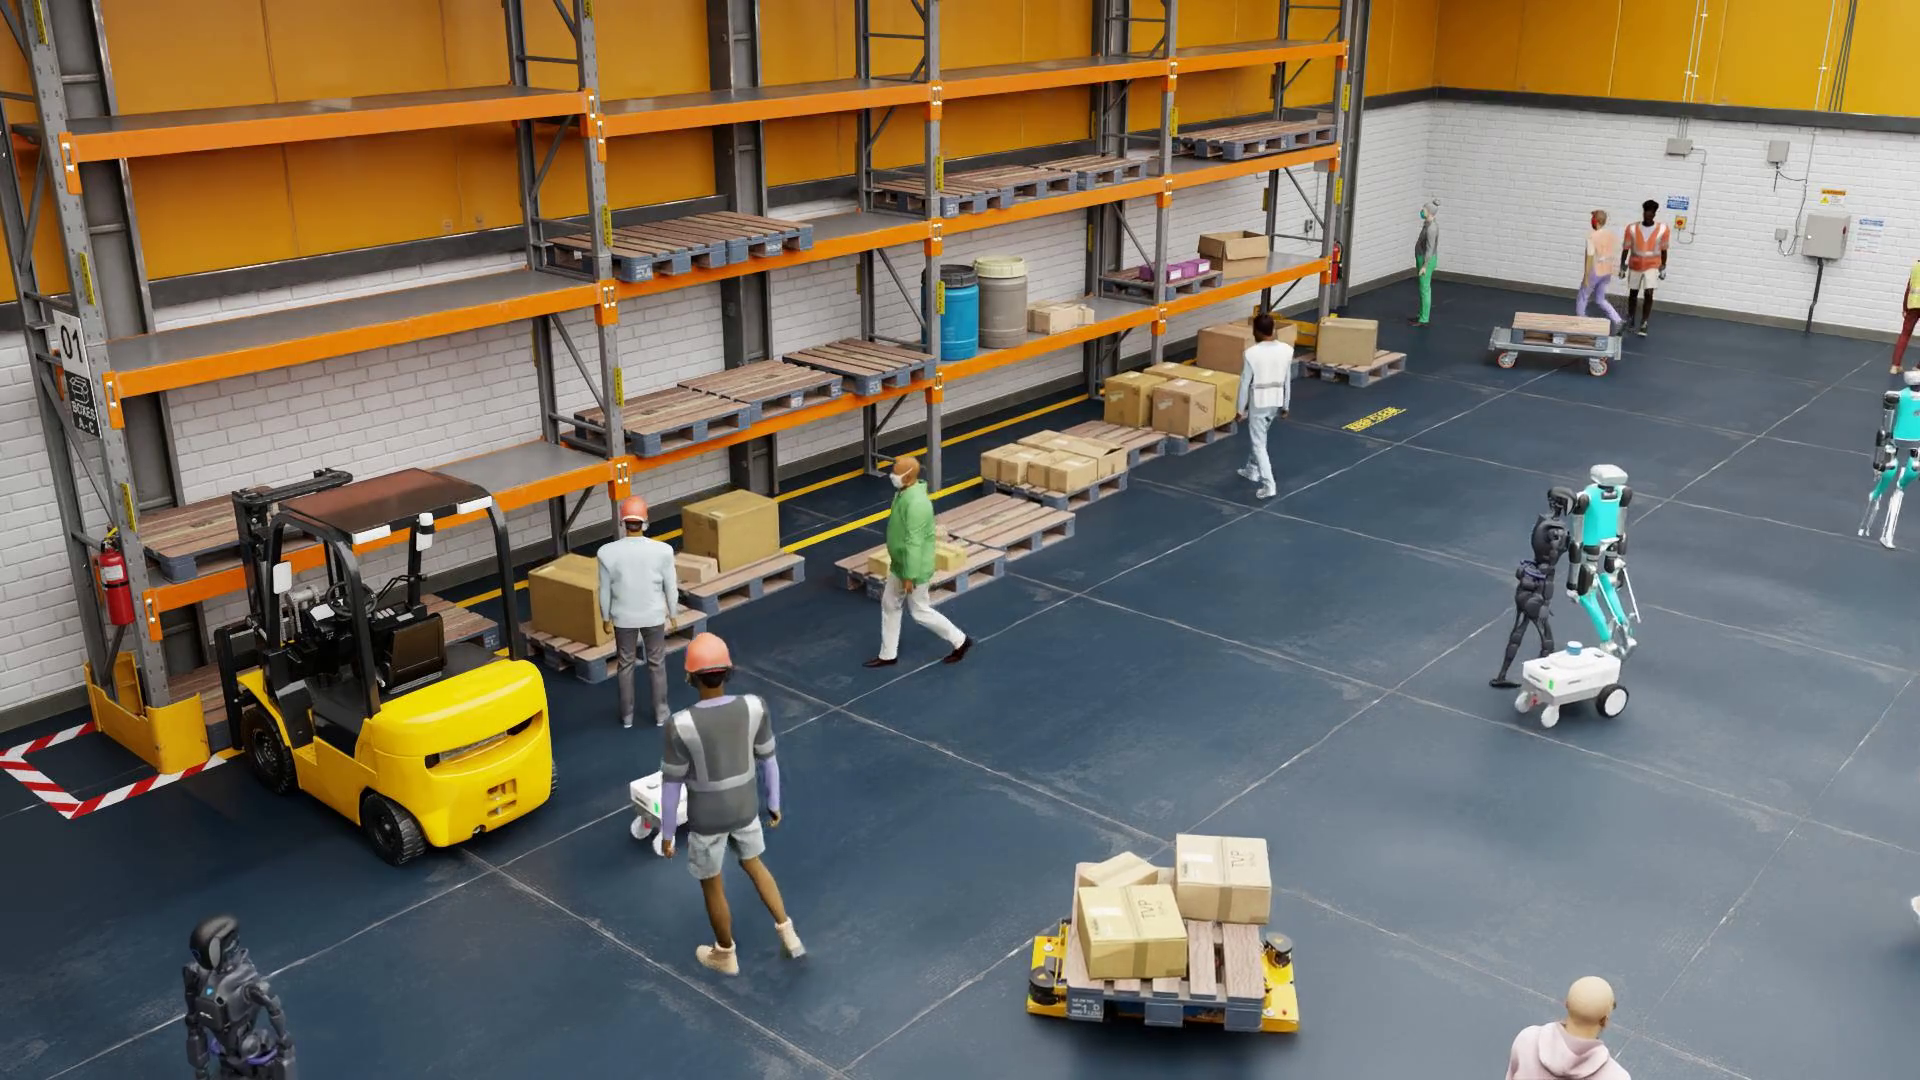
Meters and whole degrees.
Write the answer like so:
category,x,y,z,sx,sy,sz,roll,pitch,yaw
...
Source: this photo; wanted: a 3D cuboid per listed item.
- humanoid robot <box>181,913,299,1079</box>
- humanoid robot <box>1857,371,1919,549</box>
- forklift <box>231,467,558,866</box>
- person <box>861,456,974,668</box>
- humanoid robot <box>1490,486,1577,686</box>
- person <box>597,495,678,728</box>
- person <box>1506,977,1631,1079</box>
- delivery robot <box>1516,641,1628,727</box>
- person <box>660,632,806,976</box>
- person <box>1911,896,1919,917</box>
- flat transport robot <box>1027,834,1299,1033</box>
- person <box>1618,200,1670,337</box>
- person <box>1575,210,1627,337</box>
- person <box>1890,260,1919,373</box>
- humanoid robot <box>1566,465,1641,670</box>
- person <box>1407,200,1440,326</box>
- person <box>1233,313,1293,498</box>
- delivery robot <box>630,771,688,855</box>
category,x,y,z,sx,sy,sz,roll,pitch,yaw
humanoid robot,-3.094,2.336,7.260,0.600,1.626,0.785,8,22,20
humanoid robot,8.721,-0.707,15.514,0.549,1.903,0.743,4,21,12
forklift,-3.730,0.710,10.856,2.313,2.155,1.214,17,26,38
person,-0.330,0.187,12.907,0.822,1.755,0.547,-5,21,-13
humanoid robot,4.347,0.371,12.523,0.495,1.638,0.586,3,20,9
person,-2.319,0.520,12.014,0.572,1.742,0.352,-3,21,-9
person,2.356,2.512,6.576,0.418,1.774,0.535,-19,27,-41
delivery robot,4.535,1.045,12.324,0.801,0.607,0.499,-9,22,-23
person,-1.293,1.483,9.024,0.683,2.020,0.564,-14,24,-33
person,5.755,1.447,9.336,0.490,1.851,0.844,18,27,39
flat transport robot,1.104,2.381,9.099,1.431,0.231,0.659,2,20,6
person,9.711,-3.869,23.662,0.636,1.925,0.751,10,23,26
person,9.029,-3.733,23.451,0.608,1.806,0.789,-13,24,-32
person,12.423,-2.977,21.457,0.484,1.762,0.434,16,26,37
humanoid robot,4.879,0.351,12.453,0.533,1.775,0.694,-9,22,-23
person,6.776,-4.043,24.242,0.340,1.839,0.509,5,21,13
person,3.112,-1.405,17.061,0.606,1.858,0.950,-10,22,-24
delivery robot,-1.726,1.644,10.711,0.807,0.613,0.499,-17,26,-39
